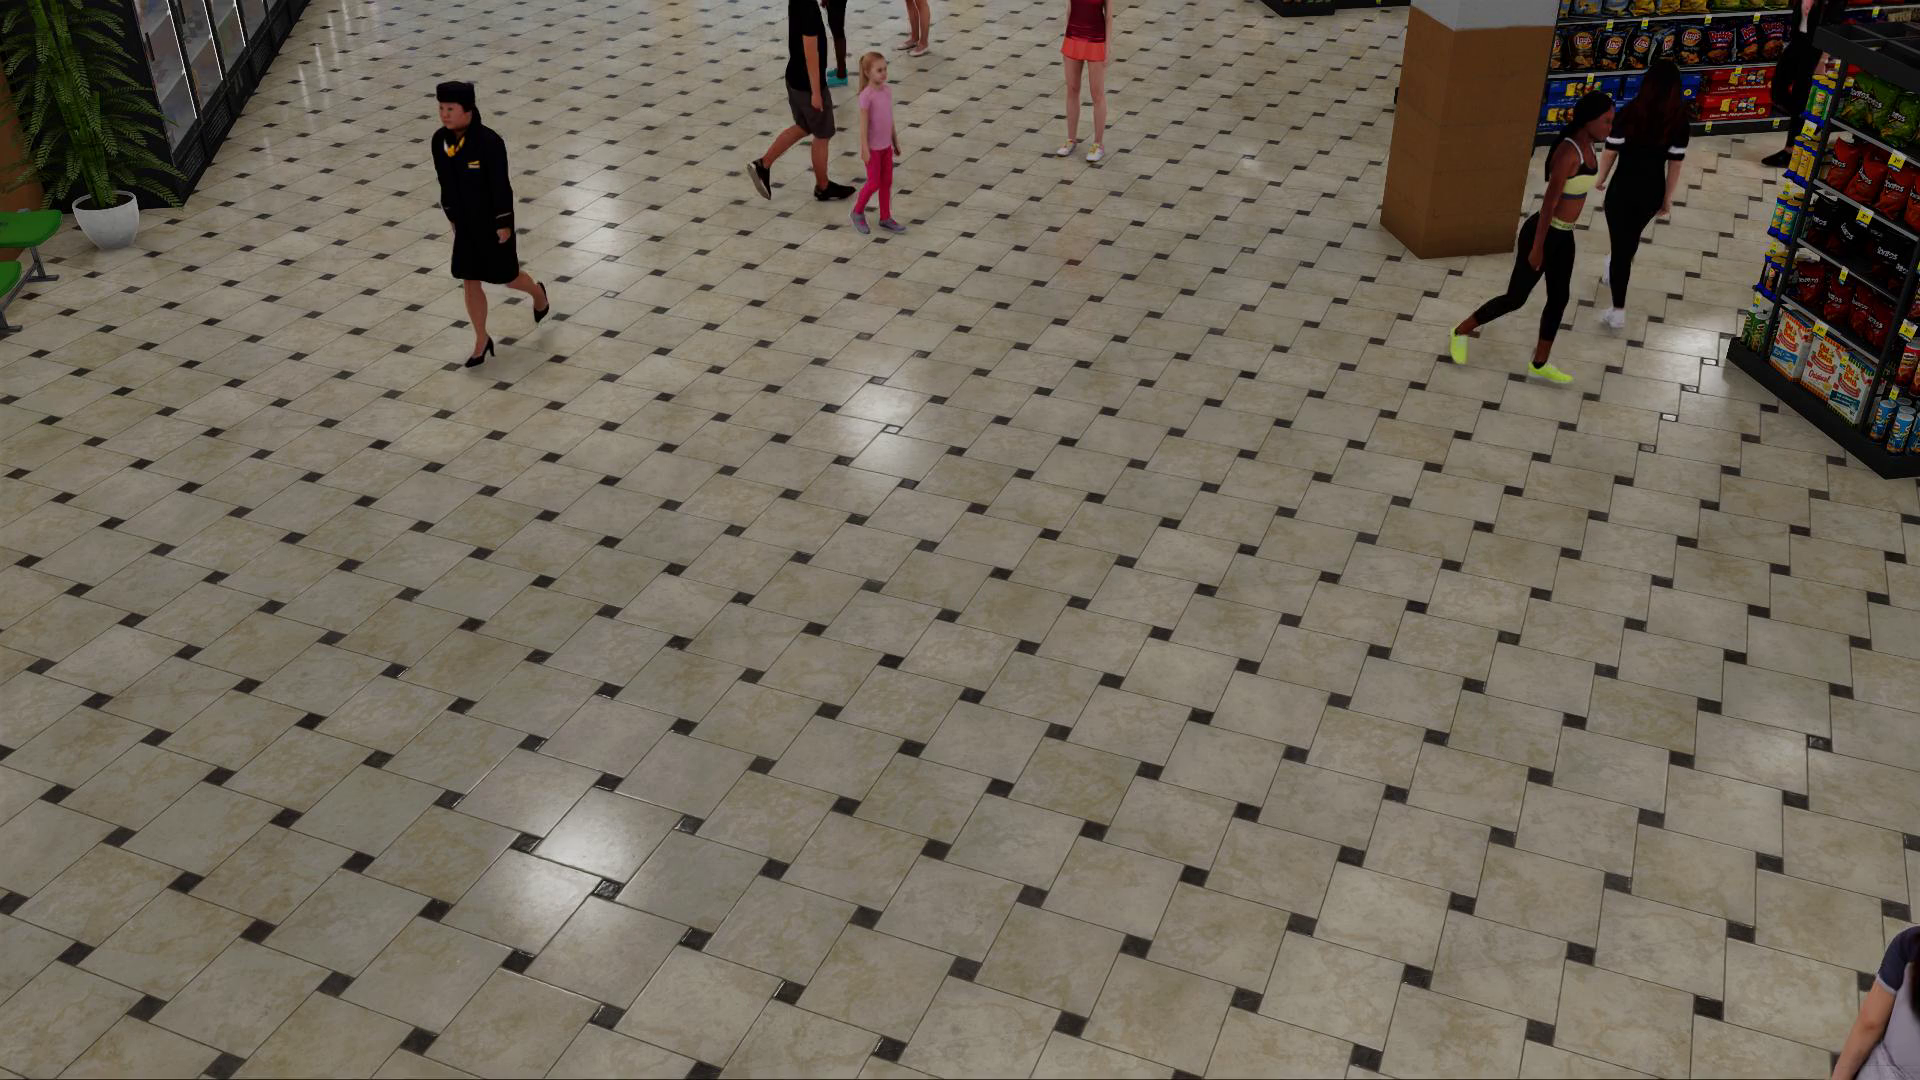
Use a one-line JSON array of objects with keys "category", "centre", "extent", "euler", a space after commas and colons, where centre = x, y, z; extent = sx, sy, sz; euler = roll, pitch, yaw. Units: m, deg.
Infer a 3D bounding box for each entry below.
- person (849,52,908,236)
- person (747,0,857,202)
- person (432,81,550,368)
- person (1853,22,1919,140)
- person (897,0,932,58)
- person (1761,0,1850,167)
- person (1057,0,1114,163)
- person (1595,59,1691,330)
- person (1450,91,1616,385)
[{"category": "person", "centre": [-0.603, -2.772, 11.587], "extent": [0.734, 1.277, 0.671], "euler": [19, 37, 28]}, {"category": "person", "centre": [-1.175, -3.275, 11.868], "extent": [1.073, 1.835, 0.777], "euler": [-10, 33, -16]}, {"category": "person", "centre": [-2.749, -1.872, 9.788], "extent": [1.066, 1.651, 1.049], "euler": [12, 34, 18]}, {"category": "person", "centre": [5.923, -2.483, 10.736], "extent": [0.628, 1.686, 0.754], "euler": [-22, 38, -31]}, {"category": "person", "centre": [-0.413, -5.383, 15.366], "extent": [0.711, 1.719, 0.719], "euler": [-26, 41, -36]}, {"category": "person", "centre": [6.552, -3.702, 12.682], "extent": [0.714, 1.700, 0.617], "euler": [-6, 32, -9]}, {"category": "person", "centre": [0.986, -3.825, 12.831], "extent": [0.654, 1.751, 0.723], "euler": [17, 36, 25]}, {"category": "person", "centre": [4.125, -2.071, 10.168], "extent": [1.142, 1.588, 0.954], "euler": [6, 32, 9]}, {"category": "person", "centre": [3.268, -1.723, 9.488], "extent": [1.007, 1.714, 0.991], "euler": [-27, 41, -36]}]
